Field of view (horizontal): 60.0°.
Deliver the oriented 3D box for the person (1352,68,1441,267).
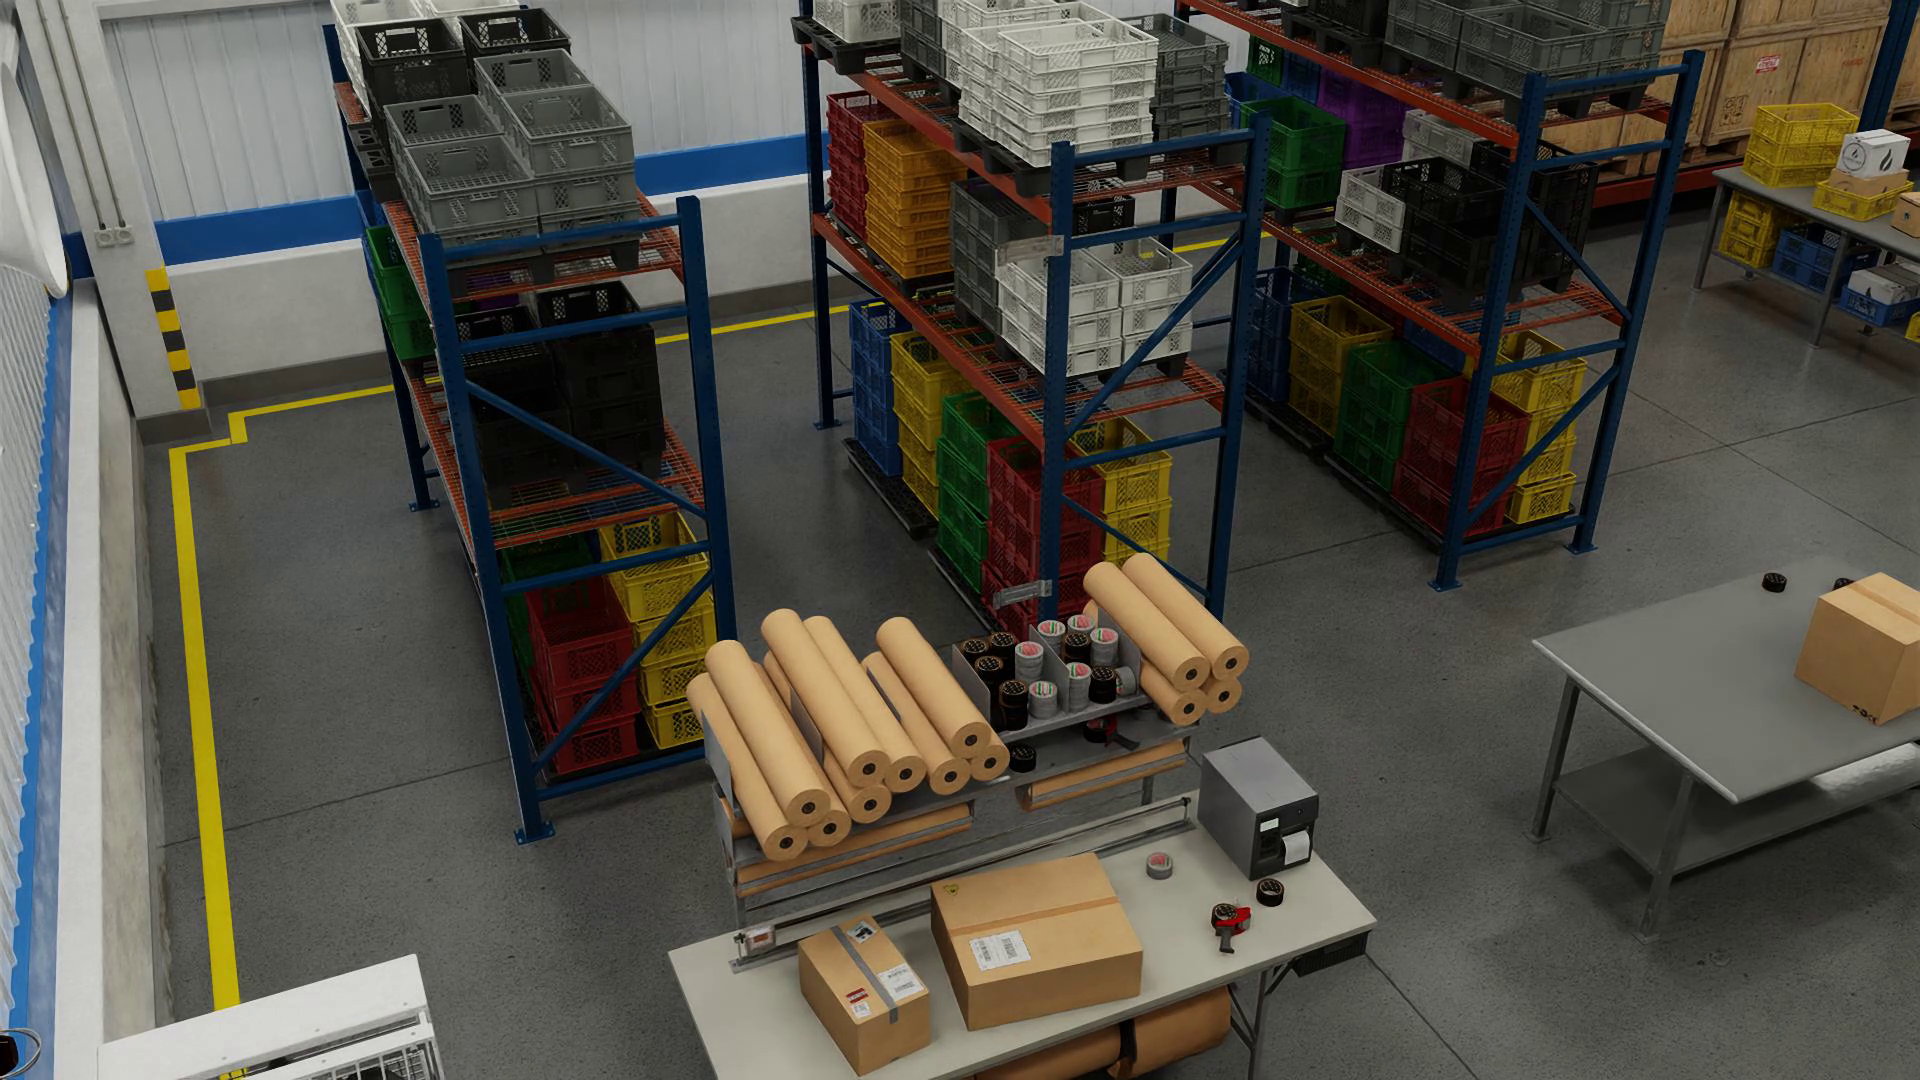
[{"bbox_3d":[3.429,-2.980,13.206,0.629,1.940,0.378,10,33,16],"label":"person"}]
